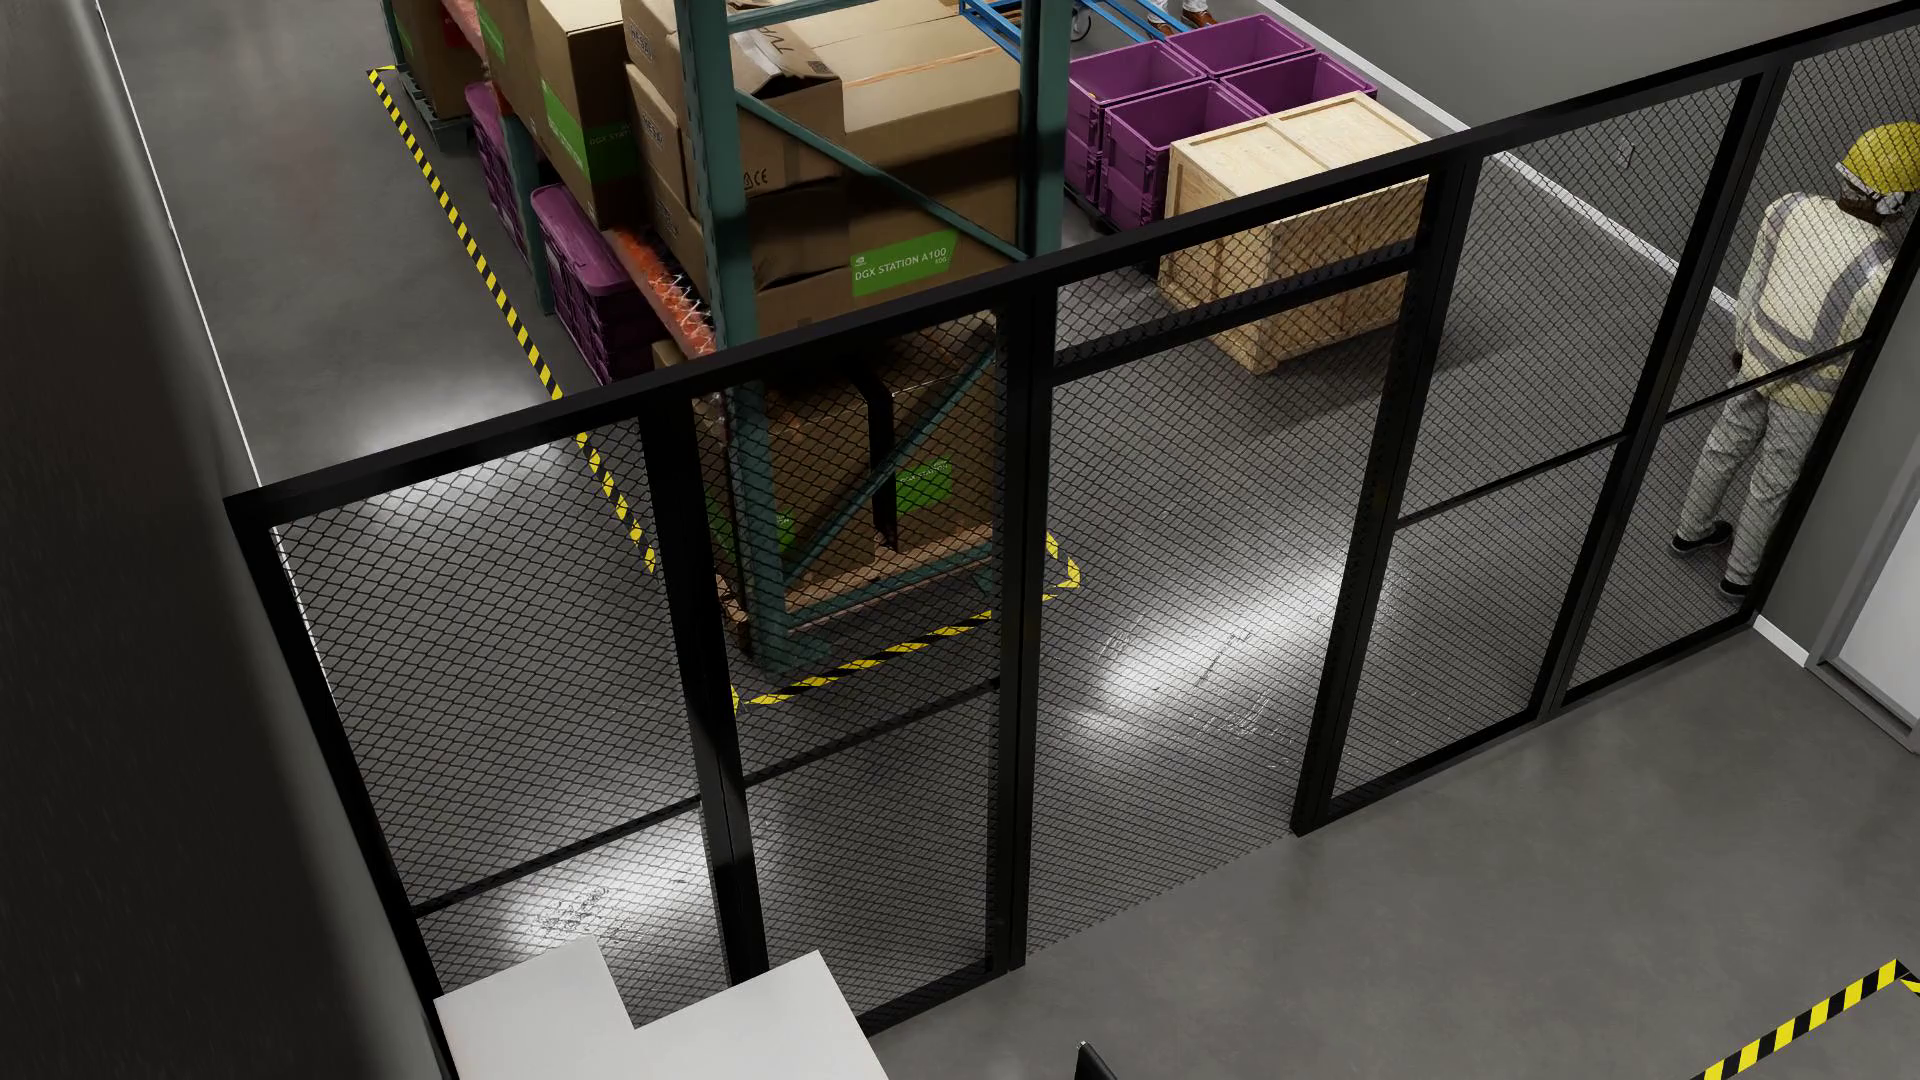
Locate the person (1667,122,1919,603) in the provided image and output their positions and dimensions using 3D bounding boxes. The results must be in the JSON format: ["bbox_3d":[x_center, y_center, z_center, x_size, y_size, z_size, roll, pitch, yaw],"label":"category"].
[{"bbox_3d":[2.860,-0.577,5.652,0.403,1.835,0.588,-14,44,-15],"label":"person"}]

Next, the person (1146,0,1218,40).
[{"bbox_3d":[1.279,-3.629,8.916,0.627,1.940,0.372,-21,47,-22],"label":"person"}]
